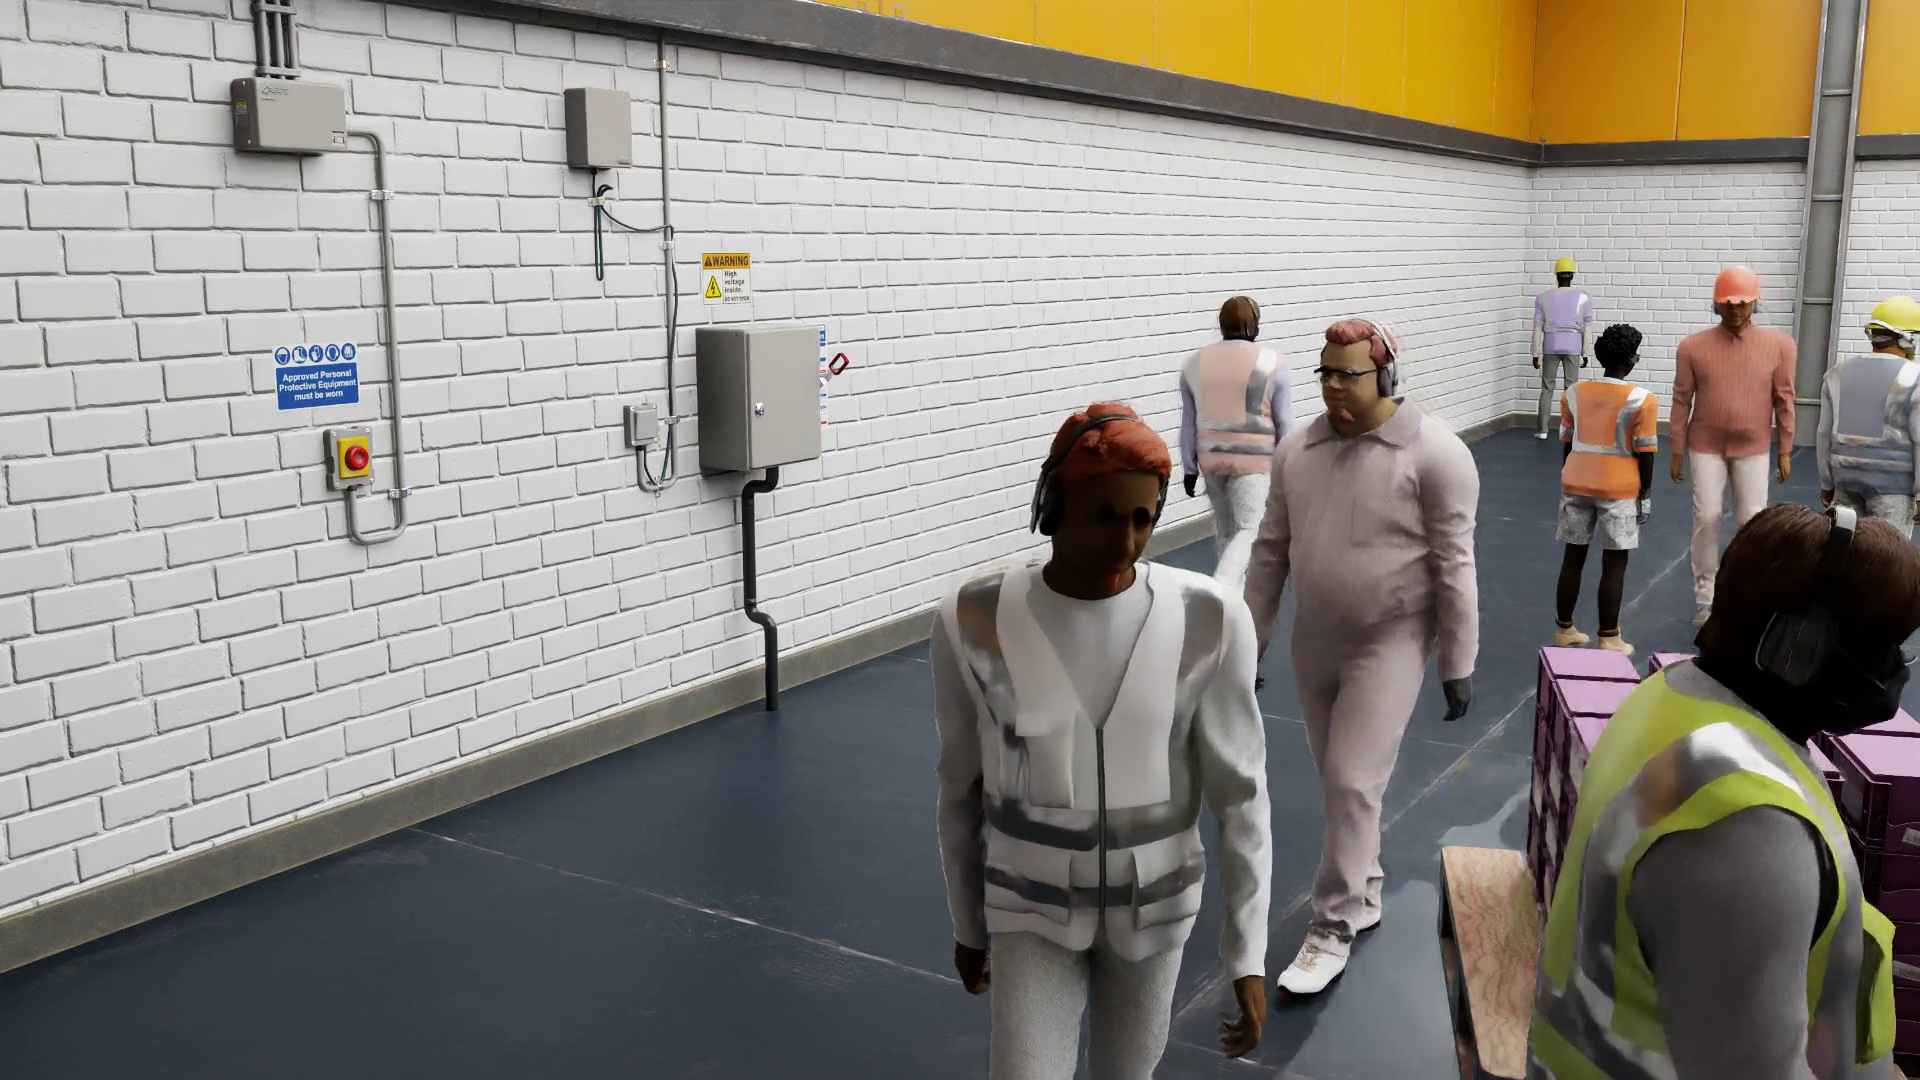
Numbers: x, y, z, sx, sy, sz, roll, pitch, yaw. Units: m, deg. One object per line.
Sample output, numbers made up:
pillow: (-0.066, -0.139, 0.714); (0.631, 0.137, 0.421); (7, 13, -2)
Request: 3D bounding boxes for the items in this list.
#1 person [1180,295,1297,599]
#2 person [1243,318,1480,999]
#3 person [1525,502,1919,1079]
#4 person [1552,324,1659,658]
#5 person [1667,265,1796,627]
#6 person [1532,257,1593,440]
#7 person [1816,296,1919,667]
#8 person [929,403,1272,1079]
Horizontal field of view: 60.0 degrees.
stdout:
person: (1.467, -0.398, 8.914); (0.629, 1.819, 0.843); (8, 13, 36)
person: (1.042, 0.325, 4.712); (0.826, 1.876, 0.677); (-8, 13, -39)
person: (0.902, 0.829, 2.209); (0.972, 1.794, 0.662); (4, 11, 20)
person: (3.249, -0.242, 8.385); (0.322, 1.689, 0.530); (-8, 13, -38)
person: (4.199, -0.497, 9.095); (0.633, 1.936, 0.545); (4, 11, 23)
person: (6.325, -2.004, 17.512); (0.588, 1.919, 0.389); (3, 11, 19)
person: (4.554, -0.288, 8.248); (0.403, 1.827, 0.601); (-5, 12, -27)
person: (0.236, 0.670, 2.937); (0.572, 1.836, 0.949); (-1, 10, -3)
